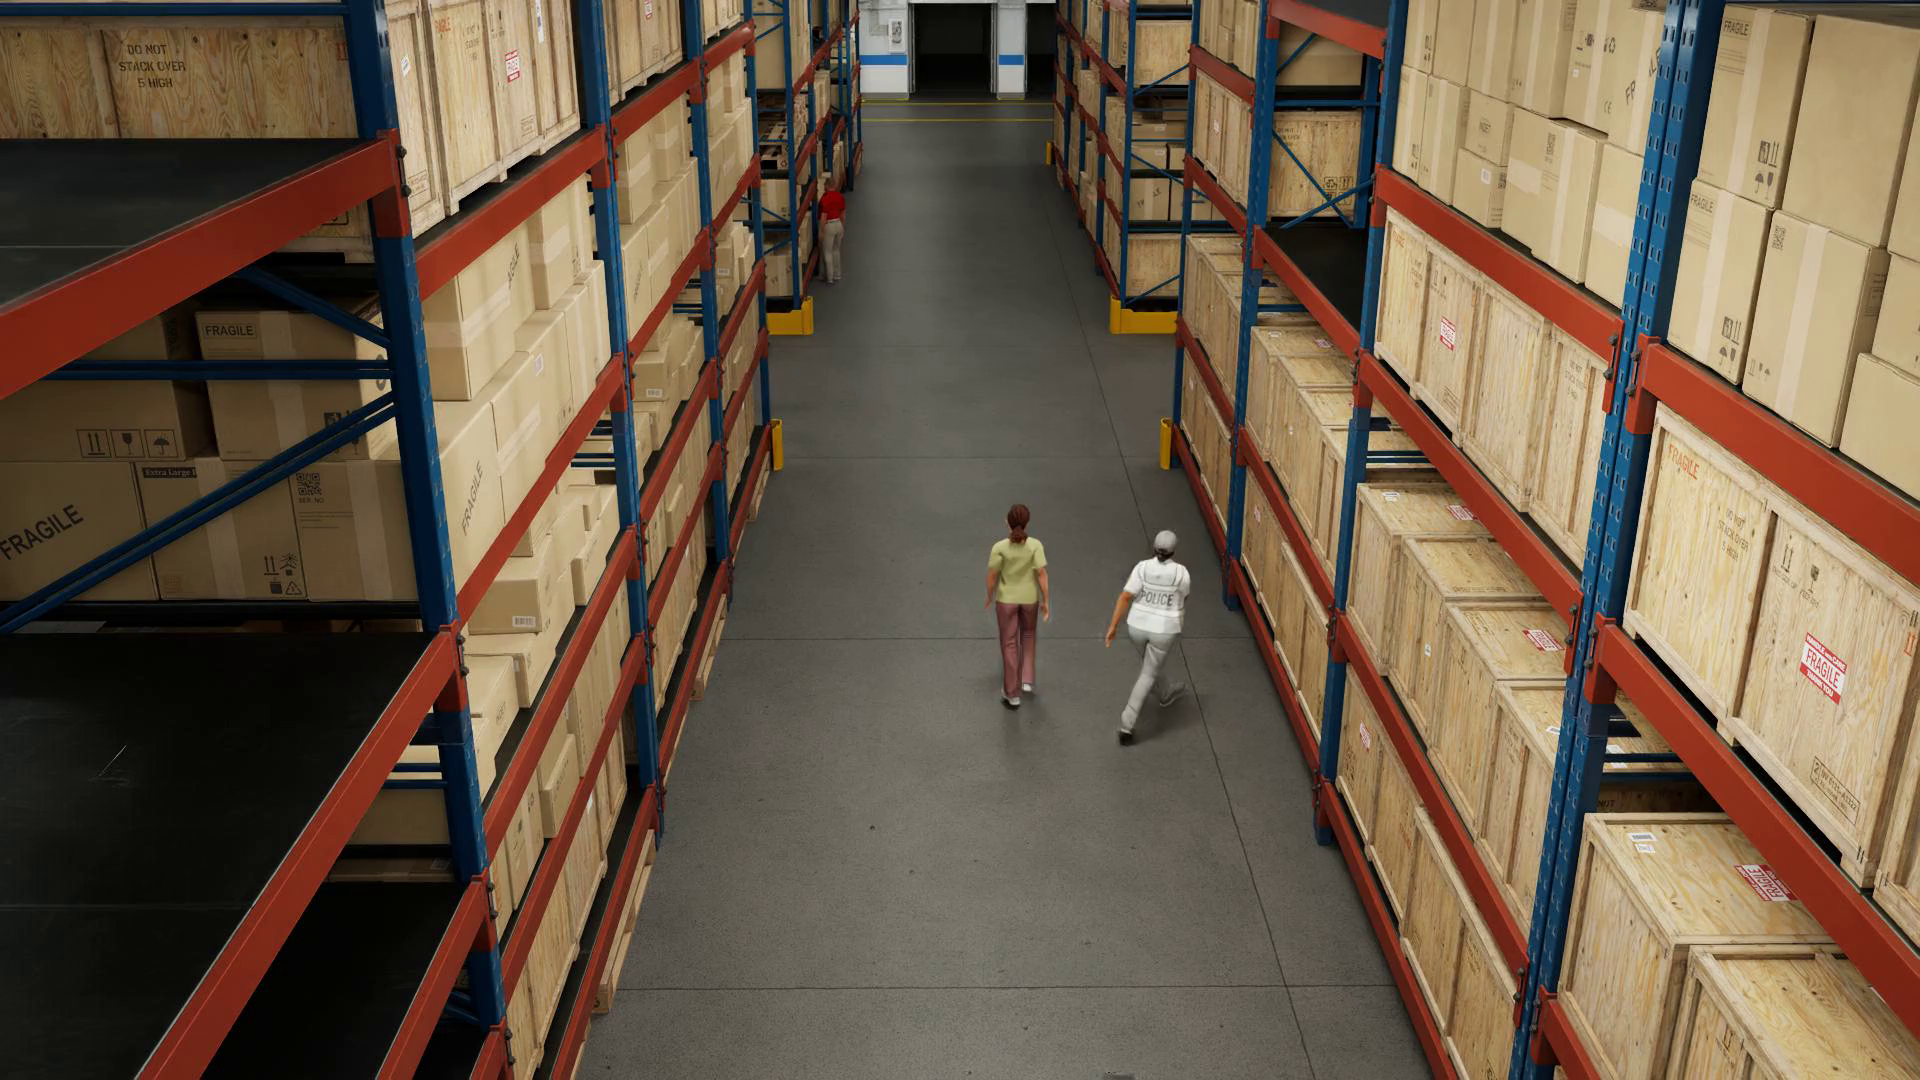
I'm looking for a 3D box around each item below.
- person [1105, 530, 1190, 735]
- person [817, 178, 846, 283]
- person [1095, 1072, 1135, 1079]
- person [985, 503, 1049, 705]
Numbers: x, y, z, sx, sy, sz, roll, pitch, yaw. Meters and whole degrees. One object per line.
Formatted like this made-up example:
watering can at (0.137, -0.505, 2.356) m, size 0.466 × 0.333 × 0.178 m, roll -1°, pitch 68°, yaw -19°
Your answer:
person at (1.512, 0.679, 12.984) m, size 0.509 × 1.611 × 0.998 m, roll 12°, pitch 24°, yaw 27°
person at (-2.197, -5.165, 27.671) m, size 0.428 × 1.732 × 0.532 m, roll 16°, pitch 27°, yaw 36°
person at (0.621, 2.976, 7.057) m, size 0.502 × 1.660 × 0.796 m, roll 7°, pitch 23°, yaw 18°
person at (0.445, 0.501, 13.315) m, size 0.477 × 1.692 × 0.434 m, roll -4°, pitch 22°, yaw -10°
